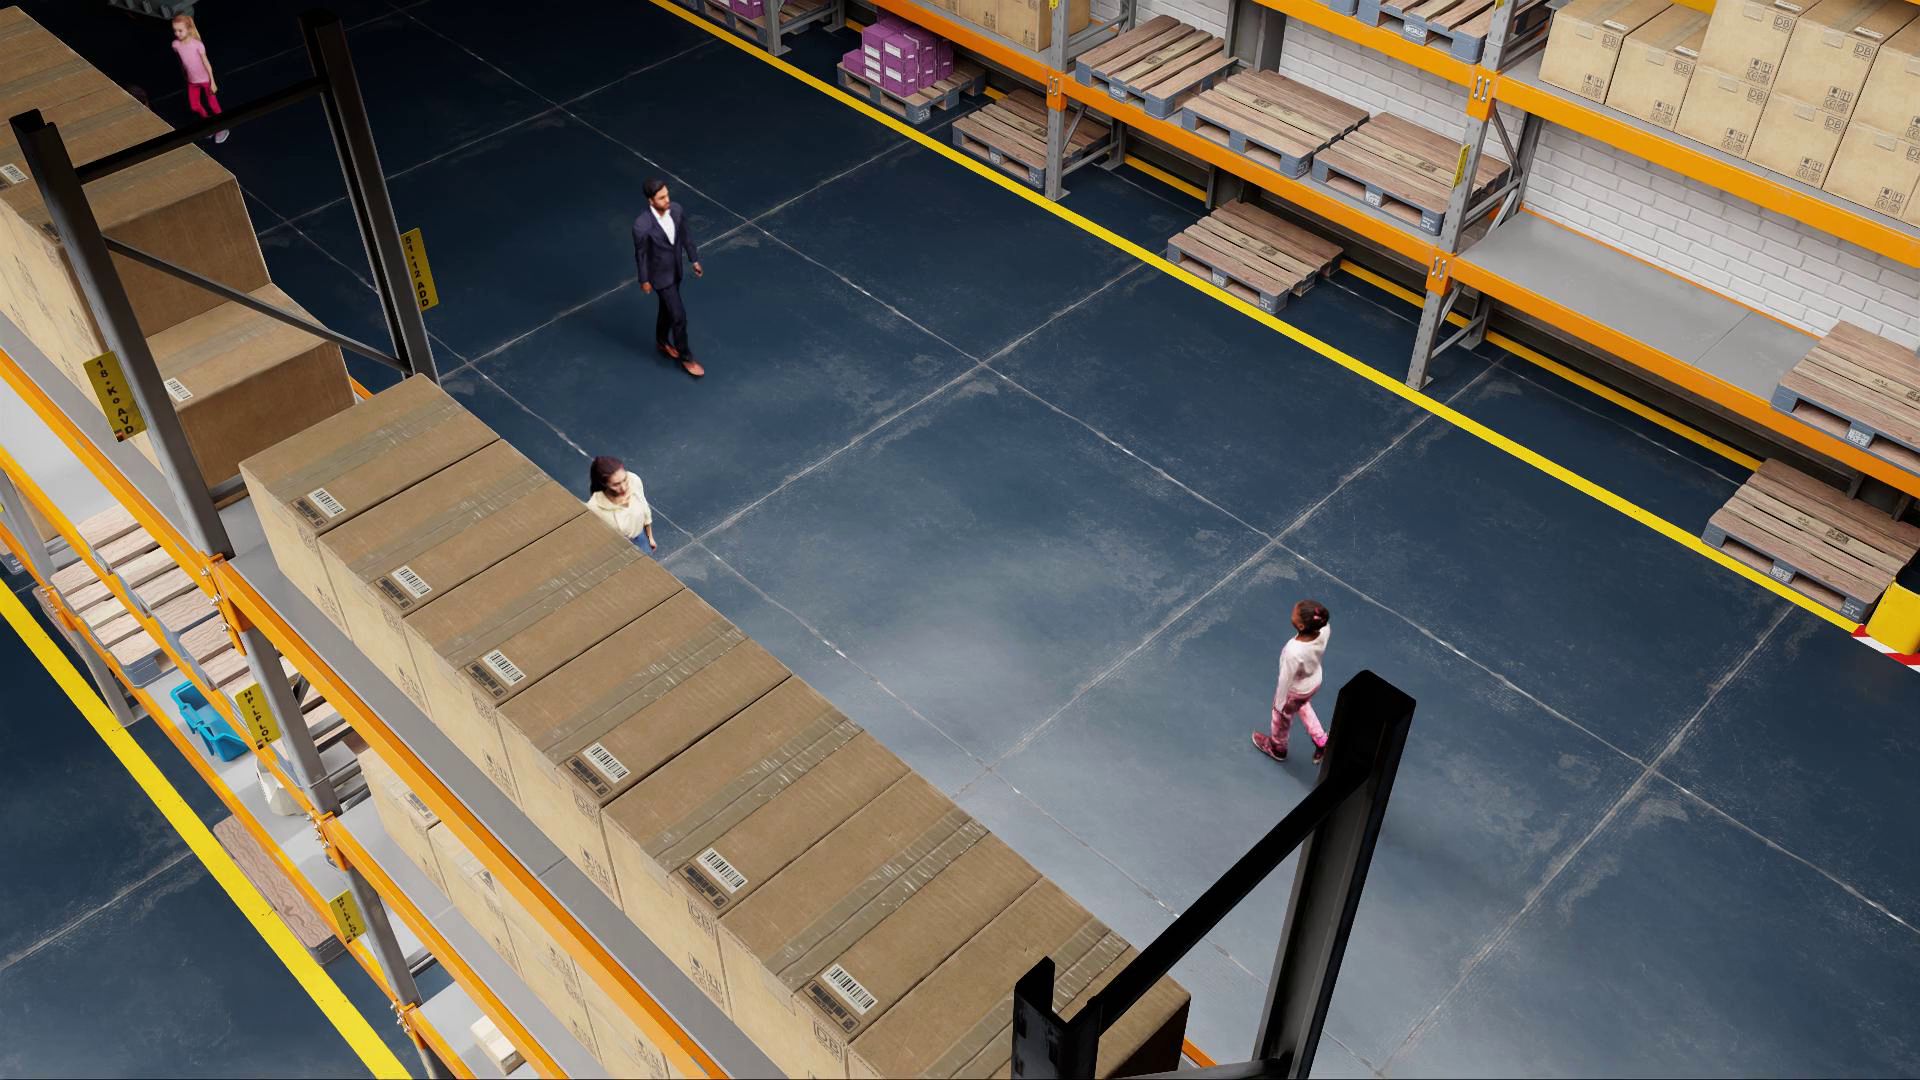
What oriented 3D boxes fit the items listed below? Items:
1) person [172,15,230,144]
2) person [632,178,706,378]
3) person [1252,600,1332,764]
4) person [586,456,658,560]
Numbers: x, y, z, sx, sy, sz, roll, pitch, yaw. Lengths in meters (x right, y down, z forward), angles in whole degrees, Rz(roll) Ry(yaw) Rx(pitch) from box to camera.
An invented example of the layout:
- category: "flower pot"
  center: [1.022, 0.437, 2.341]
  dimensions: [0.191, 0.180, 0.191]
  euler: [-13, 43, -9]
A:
- category: "person"
  center: [-7.274, -4.453, 15.962]
  dimensions: [0.577, 1.263, 0.640]
  euler: [2, 44, 2]
- category: "person"
  center: [-2.401, -2.154, 13.230]
  dimensions: [0.874, 1.704, 0.728]
  euler: [24, 49, 23]
- category: "person"
  center: [2.143, 0.899, 10.219]
  dimensions: [0.583, 1.437, 0.783]
  euler: [-31, 52, -29]
- category: "person"
  center: [-2.264, 0.029, 11.001]
  dimensions: [0.930, 1.616, 0.710]
  euler: [27, 50, 26]
